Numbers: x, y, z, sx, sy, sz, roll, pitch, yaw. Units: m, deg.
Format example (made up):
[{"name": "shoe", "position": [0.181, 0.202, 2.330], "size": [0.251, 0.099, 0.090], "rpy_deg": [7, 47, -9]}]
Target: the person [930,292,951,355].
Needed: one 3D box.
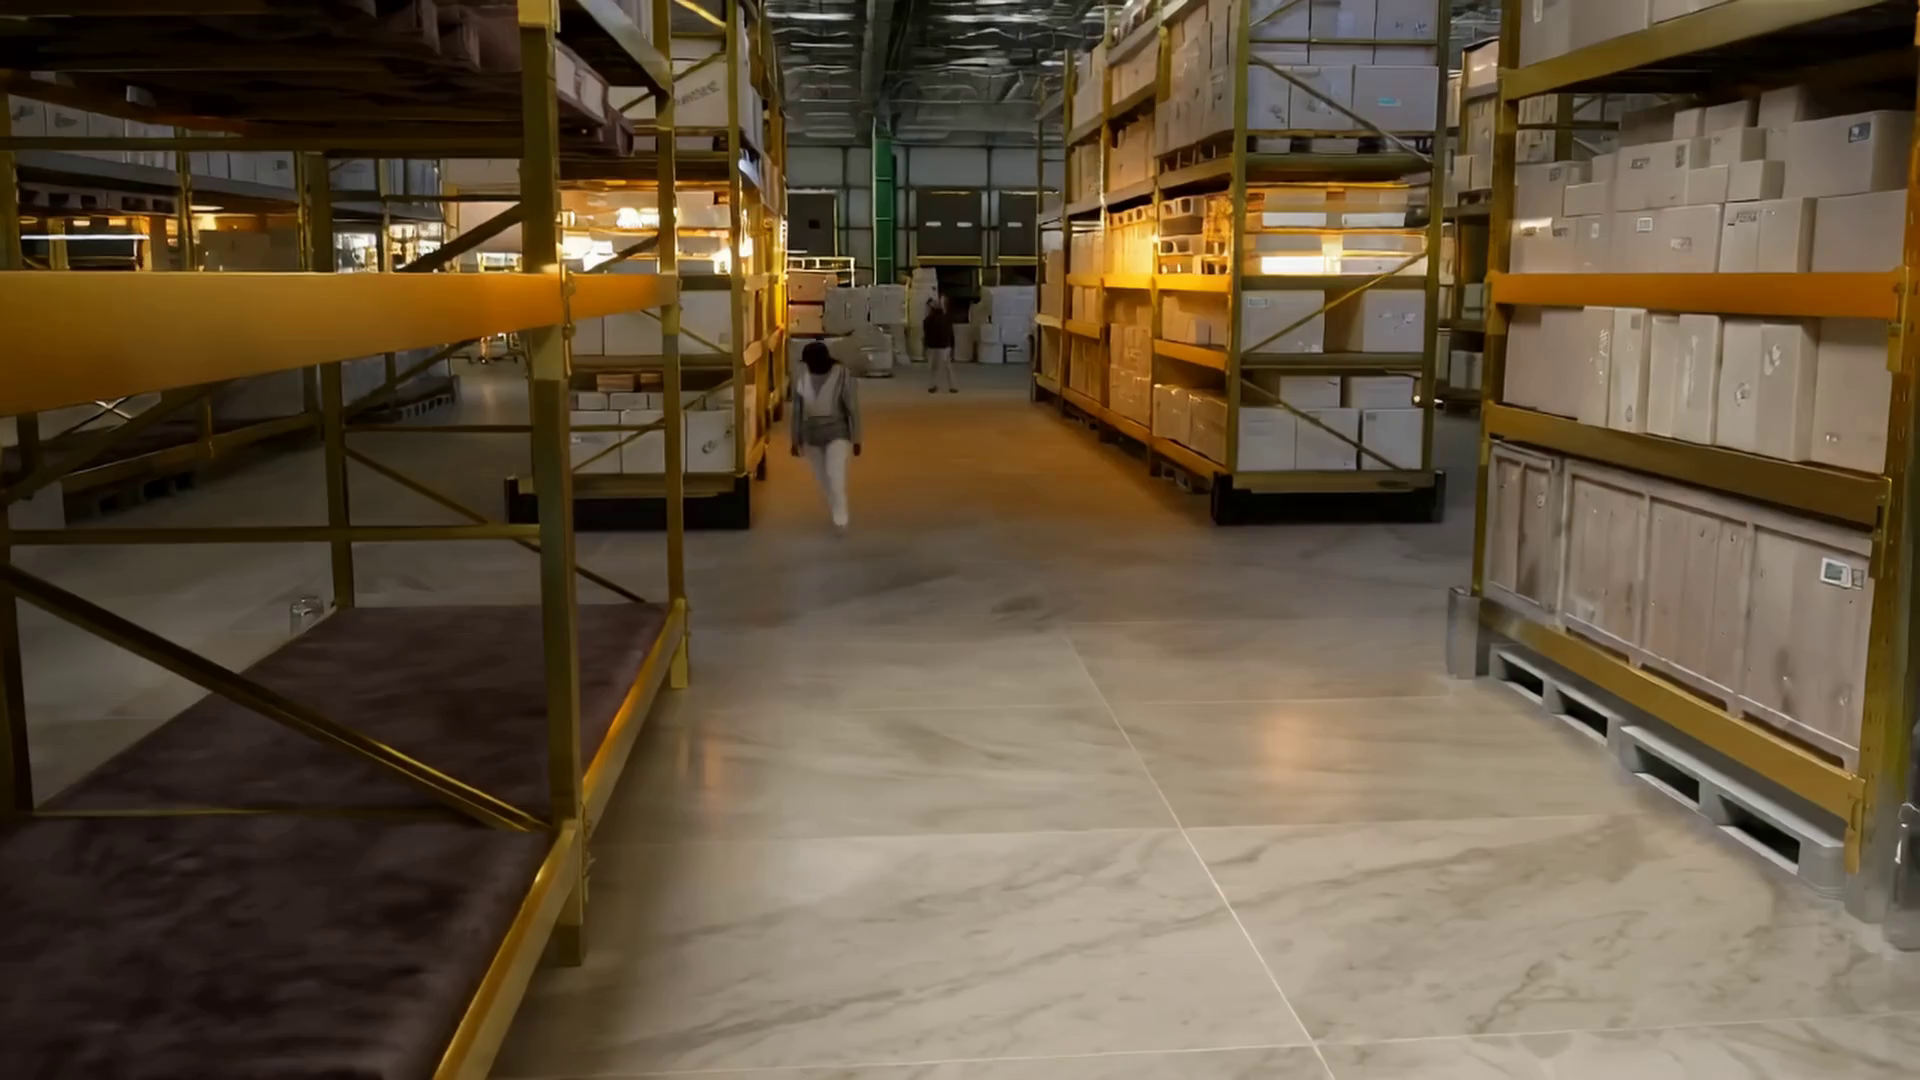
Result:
[{"name": "person", "position": [-0.772, -6.526, 50.197], "size": [0.981, 1.905, 0.642], "rpy_deg": [4, 10, 26]}]

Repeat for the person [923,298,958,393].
[{"name": "person", "position": [-0.375, -3.951, 33.879], "size": [0.734, 1.947, 0.399], "rpy_deg": [1, 9, 6]}]

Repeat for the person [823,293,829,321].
[{"name": "person", "position": [-3.989, -6.685, 51.290], "size": [0.988, 1.853, 0.644], "rpy_deg": [-8, 12, -43]}]

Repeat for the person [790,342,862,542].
[{"name": "person", "position": [-1.254, -0.892, 15.126], "size": [0.655, 1.800, 0.693], "rpy_deg": [4, 10, 23]}]
